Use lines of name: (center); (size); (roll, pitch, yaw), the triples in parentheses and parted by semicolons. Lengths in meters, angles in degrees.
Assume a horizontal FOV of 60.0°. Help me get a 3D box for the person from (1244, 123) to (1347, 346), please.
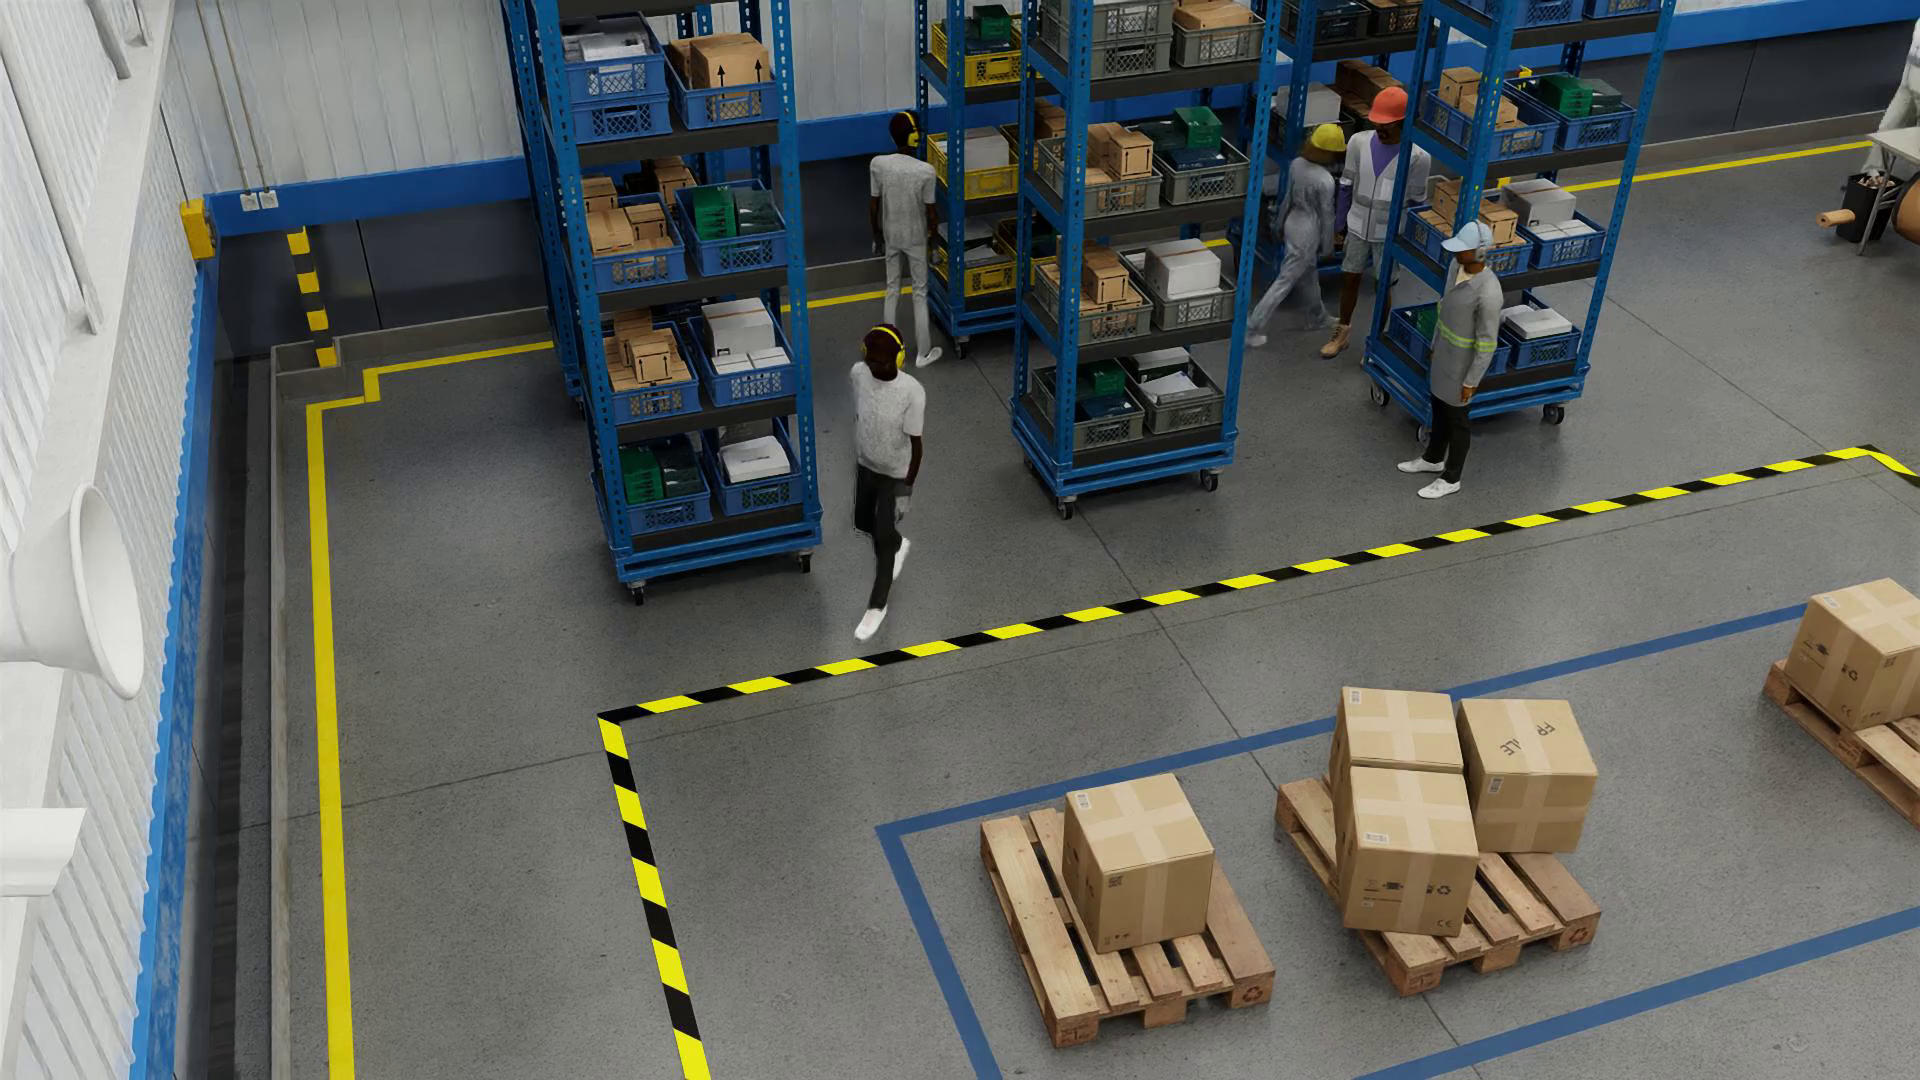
person: (2.449, -2.180, 11.911); (0.910, 1.685, 0.492); (-13, 37, -18)

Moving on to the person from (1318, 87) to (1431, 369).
person: (2.879, -2.155, 11.573); (0.614, 2.041, 0.375); (22, 41, 28)

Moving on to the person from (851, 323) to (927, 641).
person: (-0.443, -0.369, 9.222); (0.568, 1.829, 0.814); (21, 40, 27)

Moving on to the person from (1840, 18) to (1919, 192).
person: (8.224, -3.840, 14.169); (0.926, 1.798, 0.579); (-8, 36, -11)

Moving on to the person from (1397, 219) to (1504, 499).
person: (3.030, -1.112, 10.259); (0.396, 1.850, 0.597); (-5, 36, -8)

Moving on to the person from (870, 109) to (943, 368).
person: (-0.376, -2.088, 11.632); (0.509, 1.865, 0.328); (12, 37, 16)
